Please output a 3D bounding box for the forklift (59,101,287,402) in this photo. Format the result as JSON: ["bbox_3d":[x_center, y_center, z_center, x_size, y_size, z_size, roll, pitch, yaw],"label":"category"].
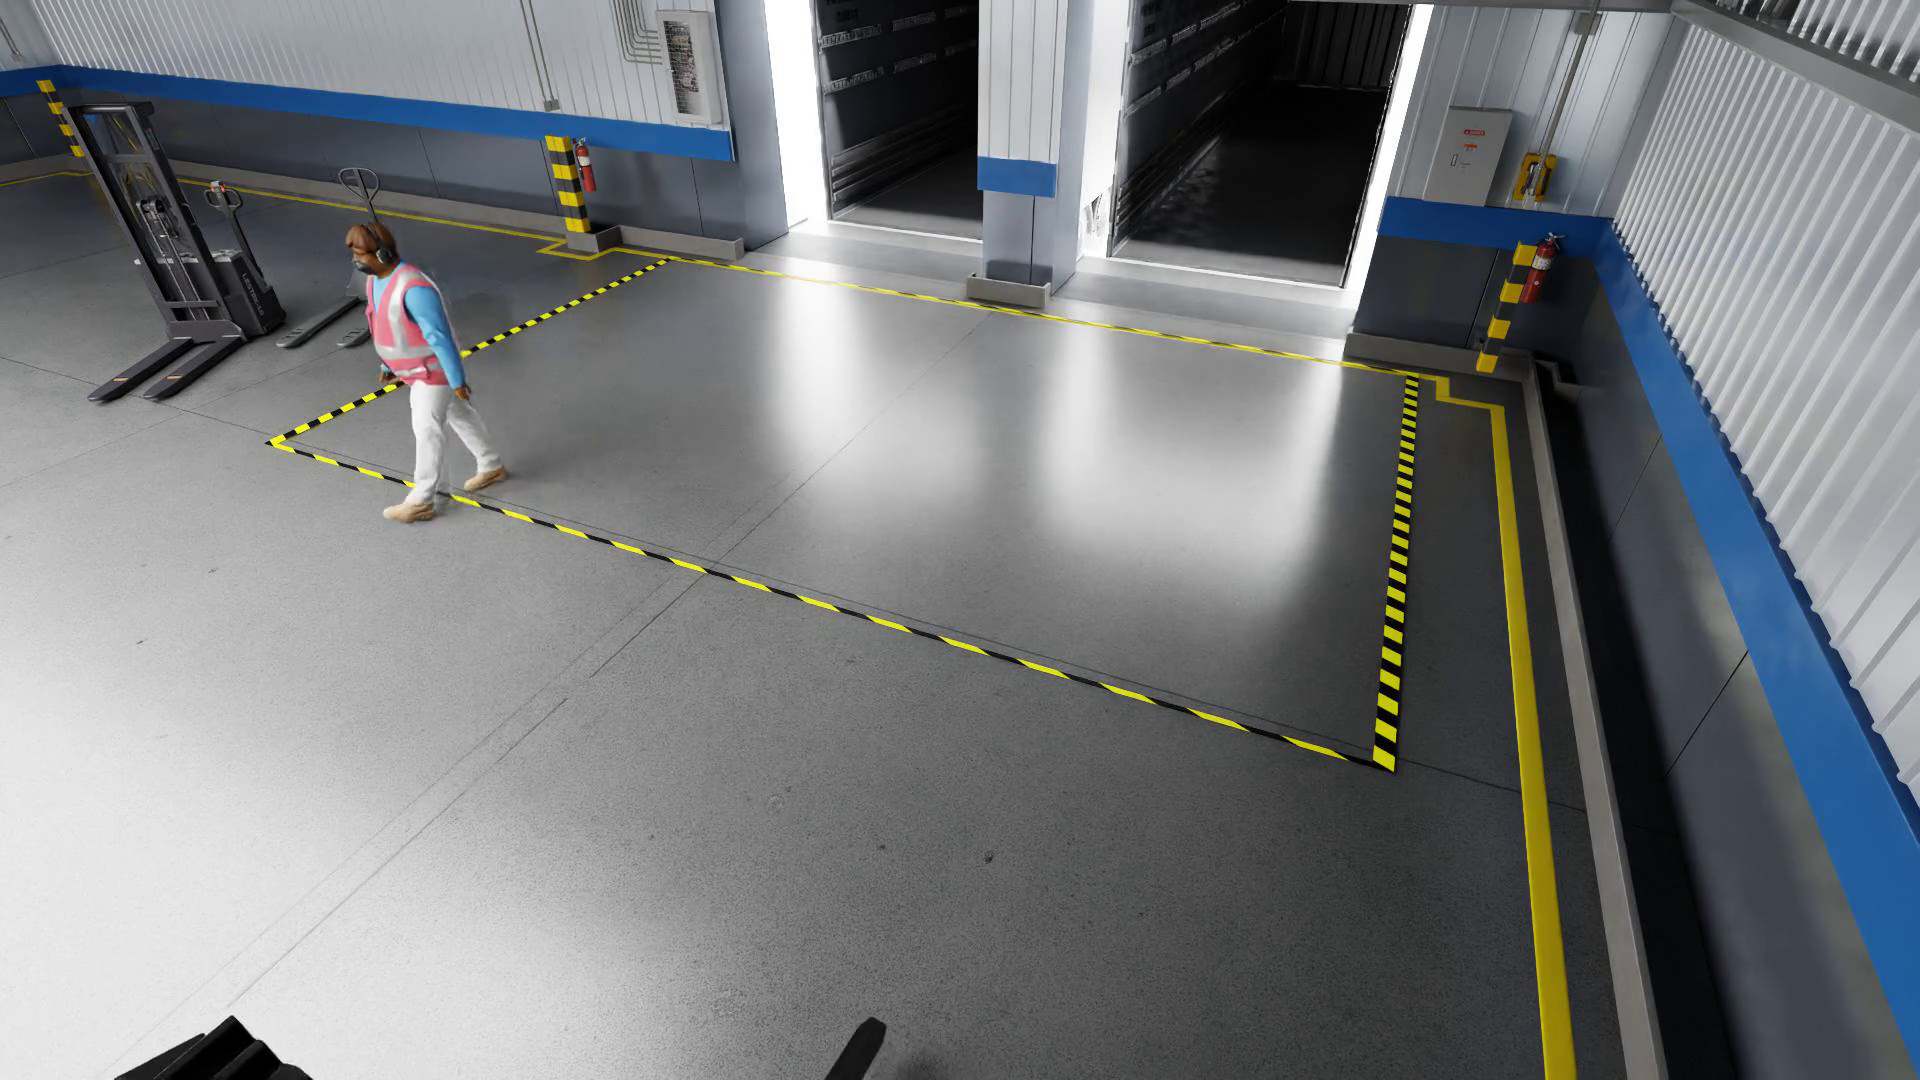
[{"bbox_3d":[-6.686,-2.387,7.434,0.823,1.965,1.885,-3,35,-5],"label":"forklift"}]

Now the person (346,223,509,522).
[{"bbox_3d":[-3.405,-0.996,5.601,0.659,1.812,0.831,28,44,34],"label":"person"}]

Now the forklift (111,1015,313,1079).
[{"bbox_3d":[-1.182,2.090,0.720,1.157,2.036,2.680,18,39,23],"label":"forklift"}]

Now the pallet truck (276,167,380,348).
[{"bbox_3d":[-5.732,-2.611,8.414,0.680,1.201,1.601,-1,35,-1],"label":"pallet truck"}]
